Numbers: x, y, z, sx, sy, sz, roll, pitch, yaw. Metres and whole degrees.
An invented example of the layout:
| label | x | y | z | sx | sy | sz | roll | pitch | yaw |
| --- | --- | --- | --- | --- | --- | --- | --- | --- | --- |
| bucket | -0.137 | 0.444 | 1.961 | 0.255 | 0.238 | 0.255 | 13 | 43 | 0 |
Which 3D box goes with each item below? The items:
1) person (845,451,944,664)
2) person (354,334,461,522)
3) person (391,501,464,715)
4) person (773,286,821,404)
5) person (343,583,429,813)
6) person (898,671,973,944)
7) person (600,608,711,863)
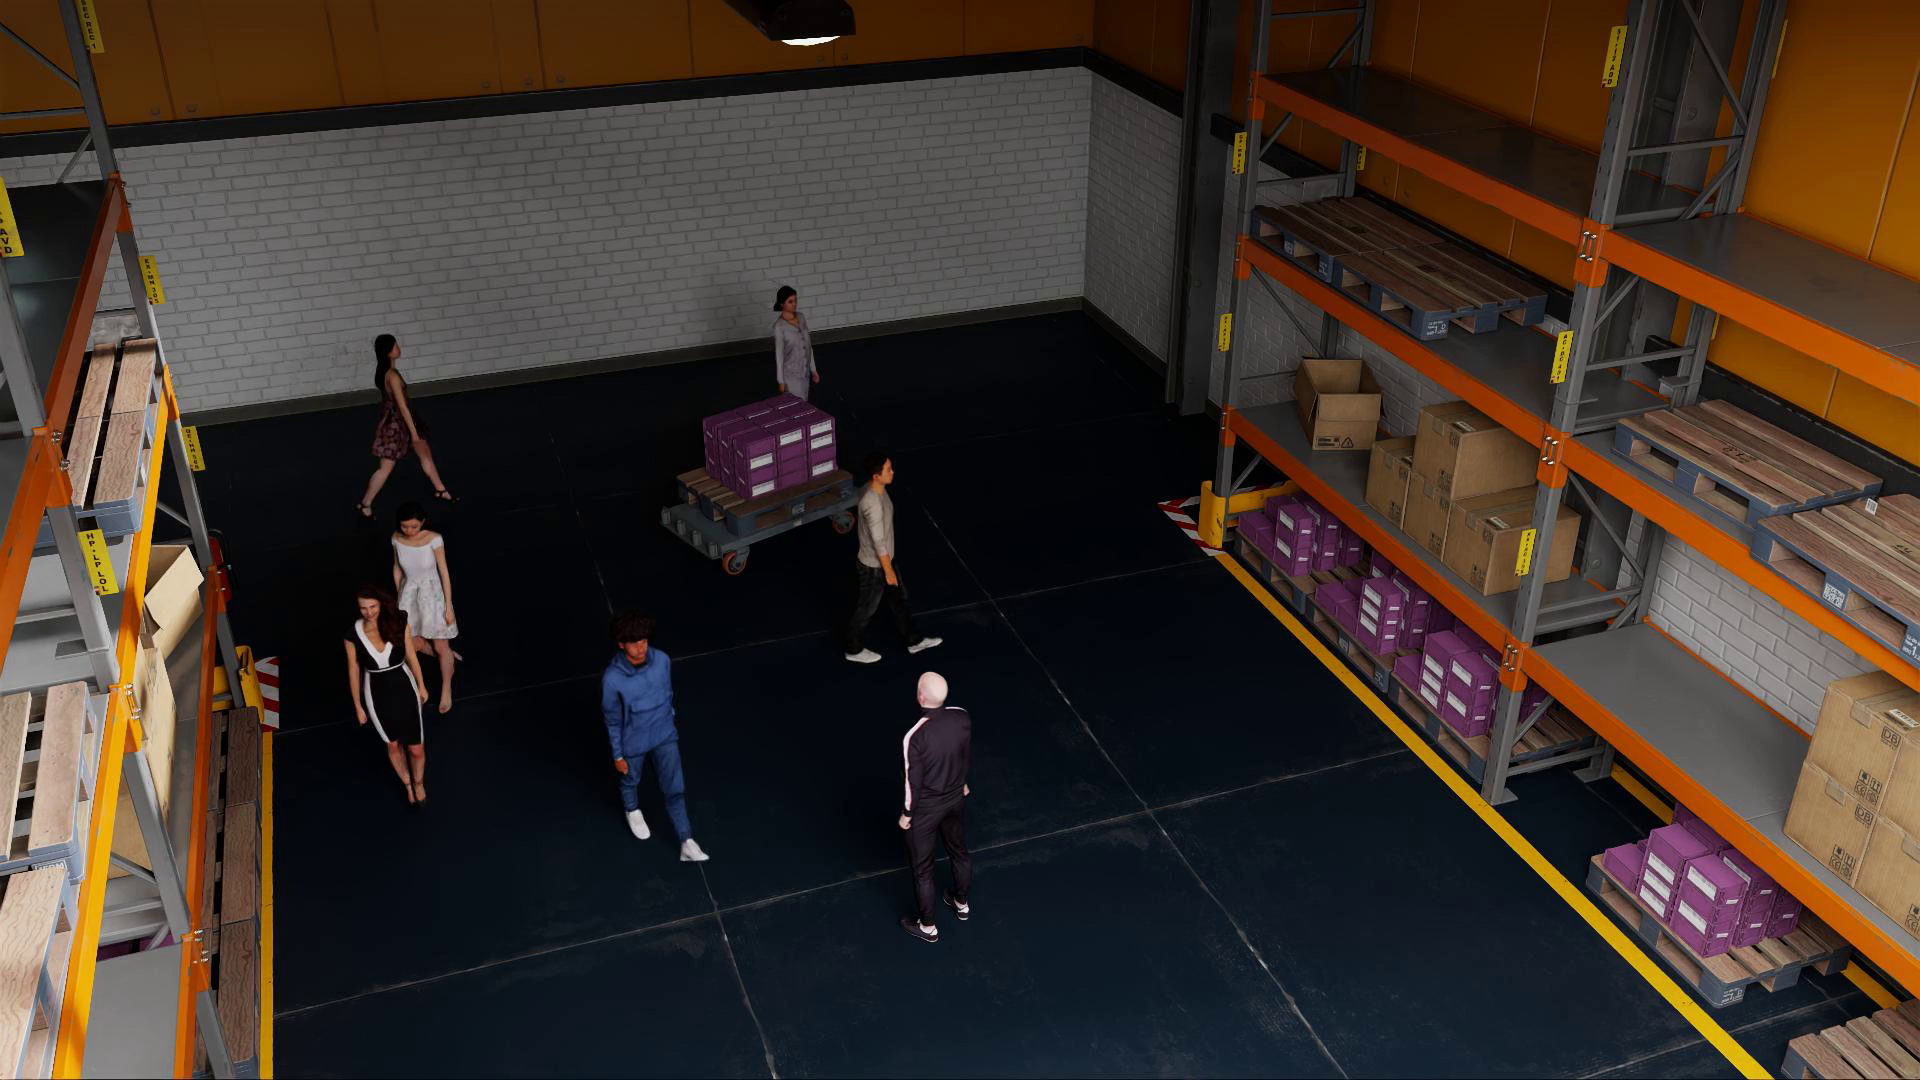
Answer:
| label | x | y | z | sx | sy | sz | roll | pitch | yaw |
| --- | --- | --- | --- | --- | --- | --- | --- | --- | --- |
| person | -0.726 | 0.160 | 12.600 | 0.971 | 1.781 | 1.040 | 1 | 29 | 2 |
| person | -5.029 | -0.932 | 14.653 | 0.852 | 1.731 | 1.158 | -16 | 33 | -27 |
| person | -3.838 | 0.464 | 12.073 | 0.829 | 1.751 | 0.915 | 4 | 29 | 7 |
| person | -1.631 | -1.582 | 15.828 | 1.096 | 1.747 | 0.985 | 16 | 33 | 27 |
| person | -3.769 | 1.019 | 11.022 | 0.617 | 1.784 | 0.600 | -11 | 30 | -19 |
| person | -0.143 | 1.584 | 9.931 | 0.766 | 1.836 | 0.727 | -24 | 37 | -37 |
| person | -2.076 | 1.213 | 10.679 | 0.896 | 1.771 | 1.193 | -19 | 34 | -31 |
